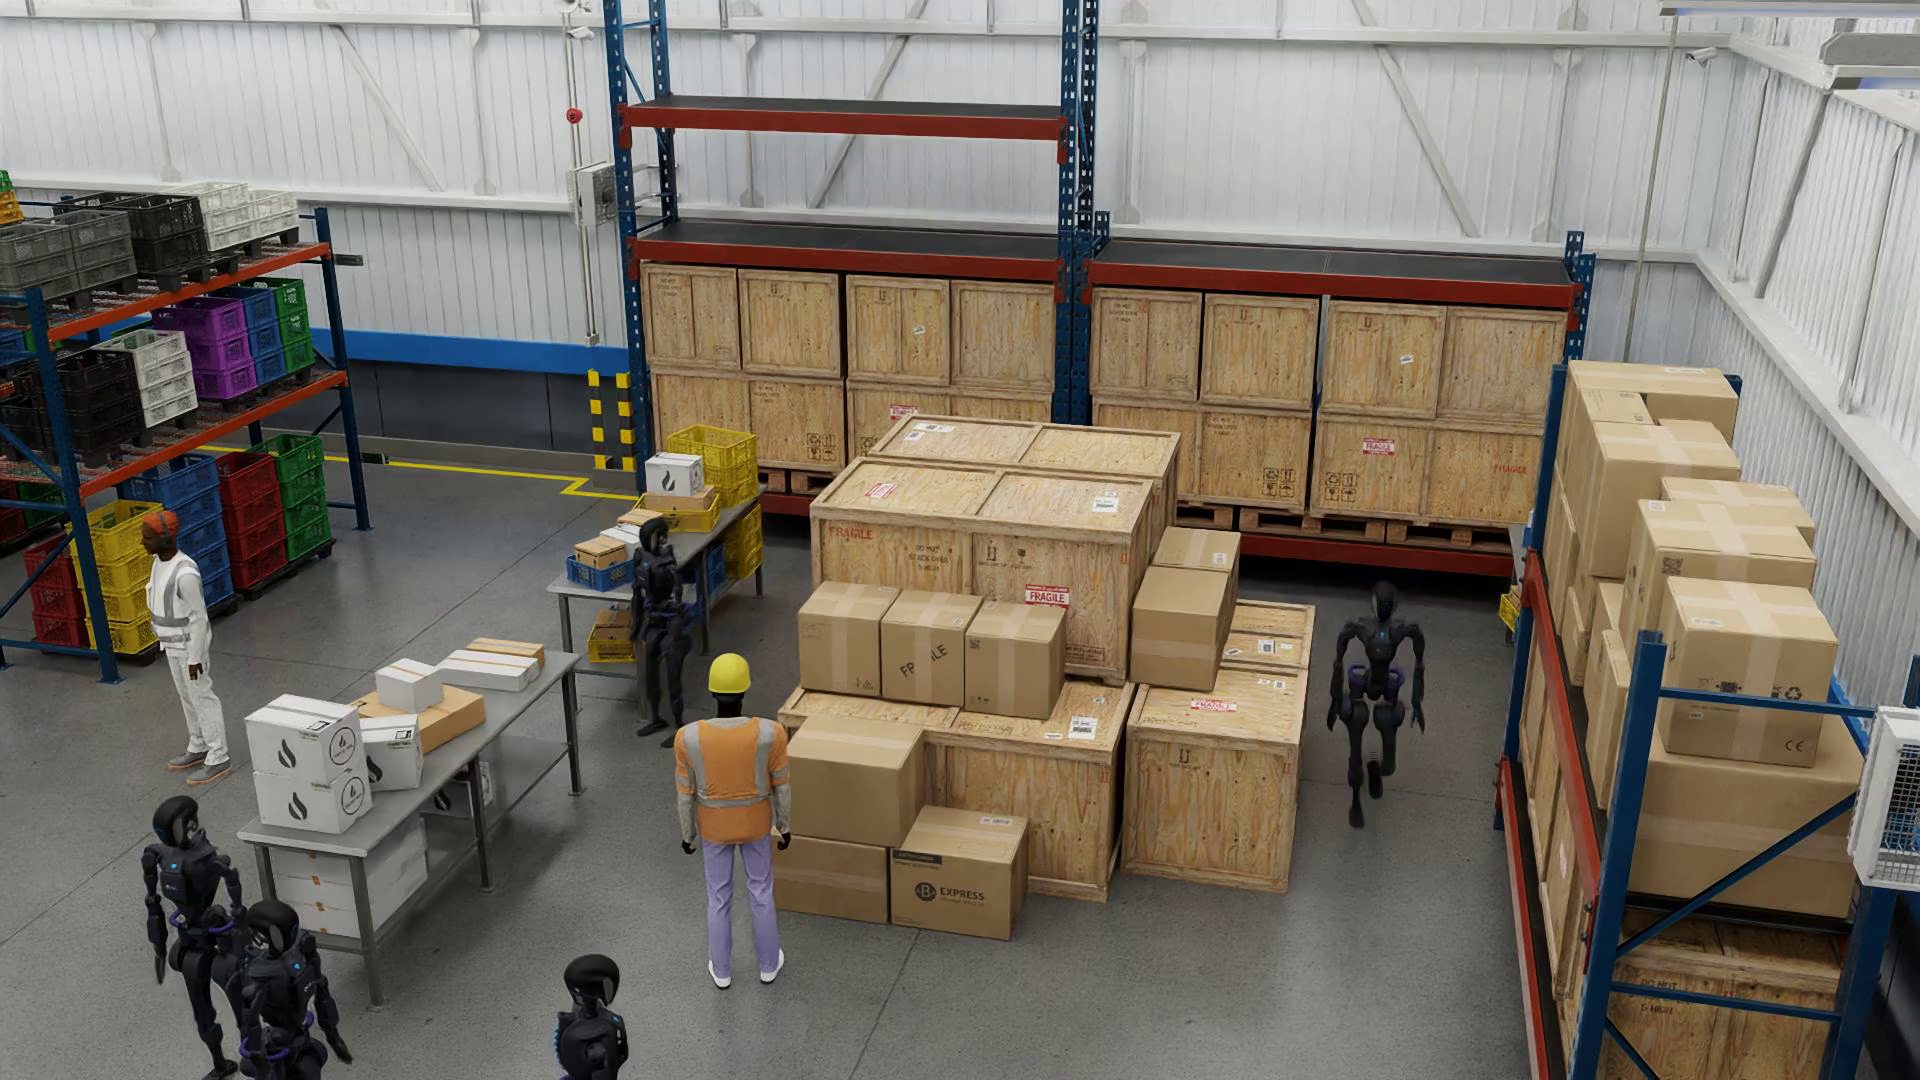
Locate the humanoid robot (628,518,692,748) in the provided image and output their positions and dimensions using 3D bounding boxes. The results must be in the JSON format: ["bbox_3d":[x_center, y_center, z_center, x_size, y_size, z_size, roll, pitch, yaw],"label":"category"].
[{"bbox_3d":[-2.071,0.625,11.434,0.628,1.653,0.370,18,28,40],"label":"humanoid robot"}]

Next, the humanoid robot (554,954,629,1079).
[{"bbox_3d":[-1.475,2.406,6.779,0.342,1.649,0.569,-7,22,-17],"label":"humanoid robot"}]

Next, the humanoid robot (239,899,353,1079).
[{"bbox_3d":[-2.876,2.261,7.158,0.339,1.650,0.567,3,21,8],"label":"humanoid robot"}]

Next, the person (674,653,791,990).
[{"bbox_3d":[-1.188,1.495,8.813,0.589,1.925,0.368,-3,21,-8],"label":"person"}]

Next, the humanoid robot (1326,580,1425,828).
[{"bbox_3d":[2.631,0.991,10.480,0.616,1.647,0.443,3,21,8],"label":"humanoid robot"}]

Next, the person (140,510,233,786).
[{"bbox_3d":[-5.123,0.699,10.958,0.356,1.882,0.573,-19,28,-41],"label":"person"}]

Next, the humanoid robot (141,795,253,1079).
[{"bbox_3d":[-3.594,1.958,7.946,0.581,1.652,0.327,5,22,14],"label":"humanoid robot"}]
